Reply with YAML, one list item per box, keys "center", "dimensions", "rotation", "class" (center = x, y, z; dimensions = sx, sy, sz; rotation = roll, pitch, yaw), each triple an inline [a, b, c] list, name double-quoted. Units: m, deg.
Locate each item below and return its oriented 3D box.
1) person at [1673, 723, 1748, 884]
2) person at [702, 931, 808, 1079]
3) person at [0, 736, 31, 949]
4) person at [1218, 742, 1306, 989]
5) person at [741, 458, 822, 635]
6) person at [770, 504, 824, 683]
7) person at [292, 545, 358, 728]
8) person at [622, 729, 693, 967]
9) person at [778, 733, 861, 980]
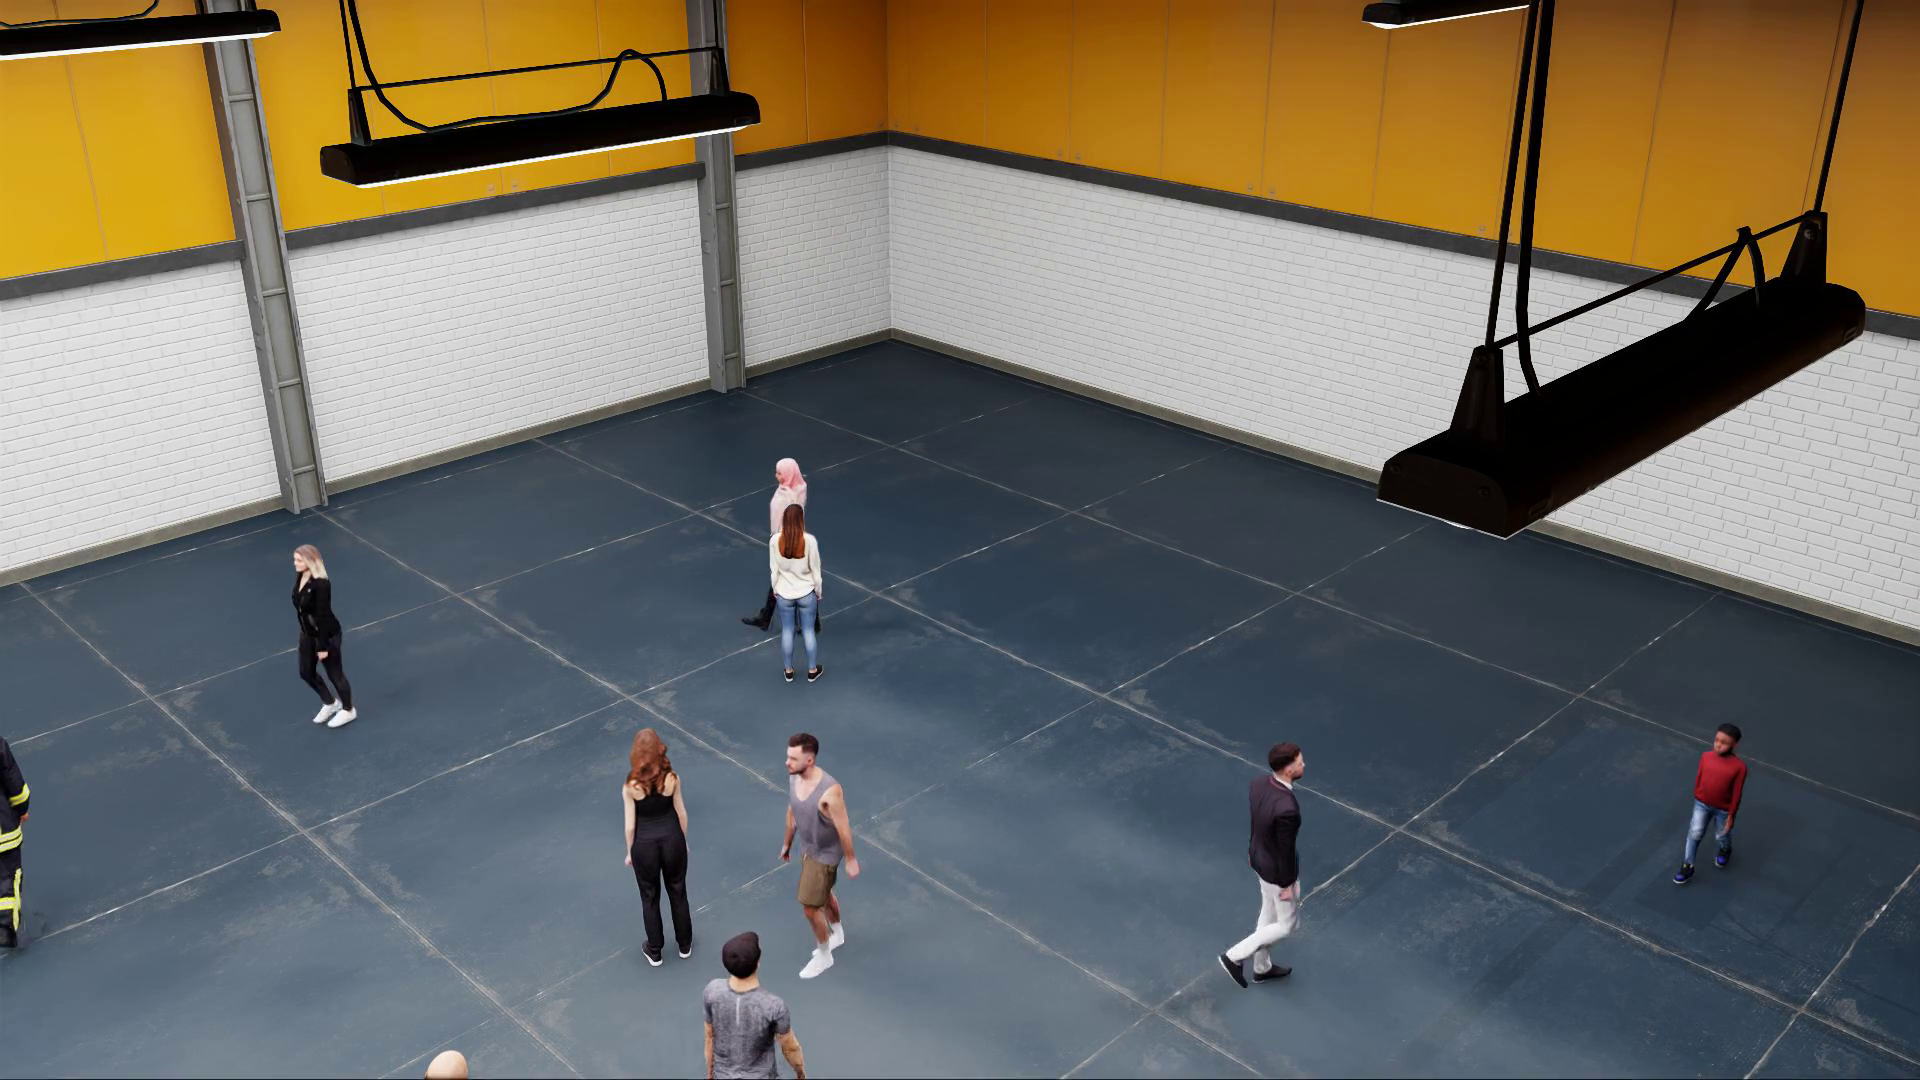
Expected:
- center: [5.521, 1.890, 12.075]
  dimensions: [0.499, 1.240, 0.816]
  rotation: [21, 31, 40]
  class: "person"
- center: [-1.176, 2.967, 8.880]
  dimensions: [0.983, 1.826, 1.278]
  rotation: [9, 25, 20]
  class: "person"
- center: [-6.643, 1.886, 11.243]
  dimensions: [1.138, 1.914, 1.155]
  rotation: [-5, 24, -12]
  class: "person"
- center: [1.945, 2.142, 10.762]
  dimensions: [0.959, 1.830, 0.881]
  rotation: [-5, 24, -12]
  class: "person"
- center: [-1.494, 0.087, 15.529]
  dimensions: [1.097, 1.778, 0.975]
  rotation: [-3, 24, -8]
  class: "person"
- center: [-1.445, 0.468, 14.762]
  dimensions: [0.703, 1.692, 0.745]
  rotation: [2, 24, 5]
  class: "person"
- center: [-5.299, 0.791, 14.049]
  dimensions: [0.647, 1.672, 0.633]
  rotation: [17, 29, 33]
  class: "person"
- center: [-2.014, 2.046, 11.088]
  dimensions: [0.589, 1.745, 0.717]
  rotation: [-9, 25, -19]
  class: "person"
- center: [-0.871, 2.055, 11.154]
  dimensions: [0.739, 1.820, 0.705]
  rotation: [-19, 30, -36]
  class: "person"
